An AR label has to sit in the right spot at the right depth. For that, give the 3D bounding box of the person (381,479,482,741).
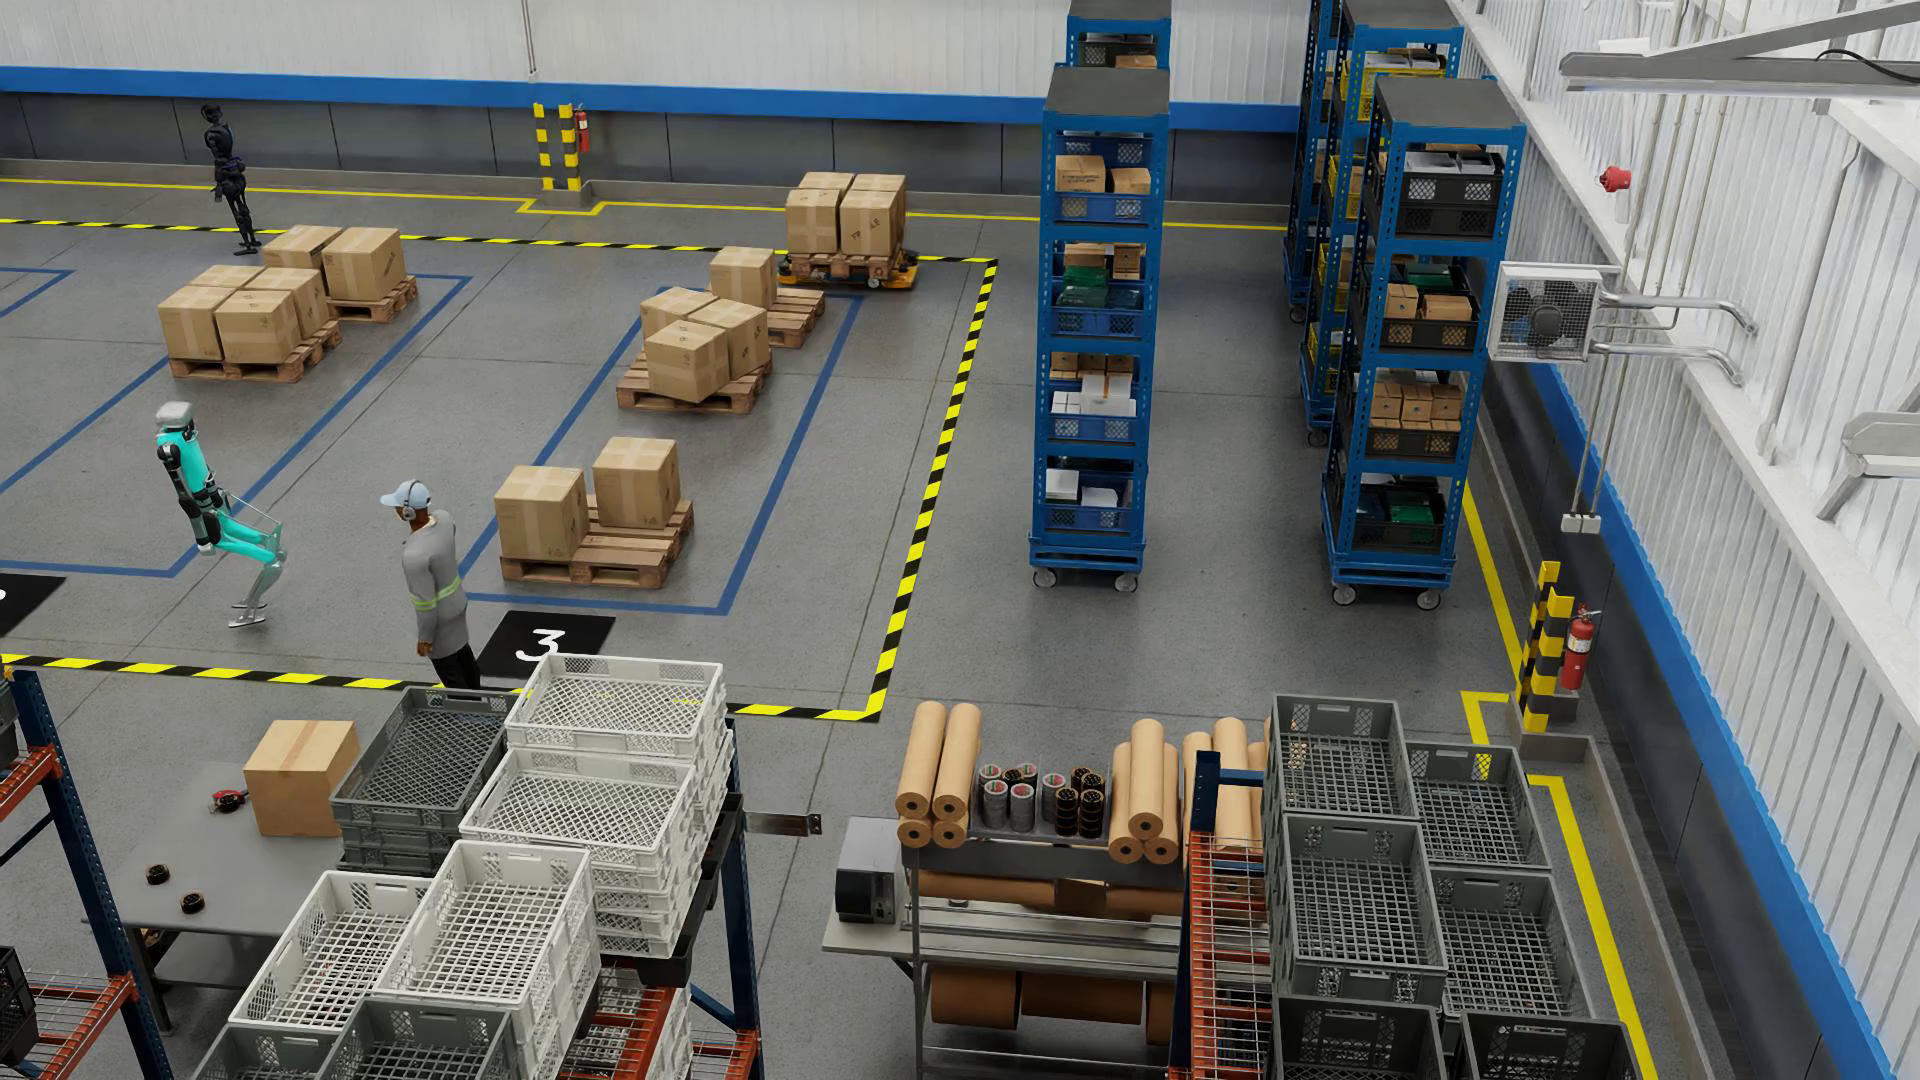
[{"bbox_3d":[-3.261,0.448,10.330,0.390,1.853,0.587,2,30,4],"label":"person"}]

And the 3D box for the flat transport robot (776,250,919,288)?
[{"bbox_3d":[-1.186,-2.908,17.641,1.431,0.197,0.652,3,30,6],"label":"flat transport robot"}]

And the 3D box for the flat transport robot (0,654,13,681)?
[{"bbox_3d":[-7.142,0.969,11.010,1.431,0.231,0.659,3,30,6],"label":"flat transport robot"}]

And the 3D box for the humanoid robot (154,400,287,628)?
[{"bbox_3d":[-4.968,-0.183,11.397,0.735,1.675,0.533,-5,31,-9],"label":"humanoid robot"}]

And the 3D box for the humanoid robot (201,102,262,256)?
[{"bbox_3d":[-7.913,-3.918,17.992,0.315,1.653,0.599,-3,30,-4],"label":"humanoid robot"}]
